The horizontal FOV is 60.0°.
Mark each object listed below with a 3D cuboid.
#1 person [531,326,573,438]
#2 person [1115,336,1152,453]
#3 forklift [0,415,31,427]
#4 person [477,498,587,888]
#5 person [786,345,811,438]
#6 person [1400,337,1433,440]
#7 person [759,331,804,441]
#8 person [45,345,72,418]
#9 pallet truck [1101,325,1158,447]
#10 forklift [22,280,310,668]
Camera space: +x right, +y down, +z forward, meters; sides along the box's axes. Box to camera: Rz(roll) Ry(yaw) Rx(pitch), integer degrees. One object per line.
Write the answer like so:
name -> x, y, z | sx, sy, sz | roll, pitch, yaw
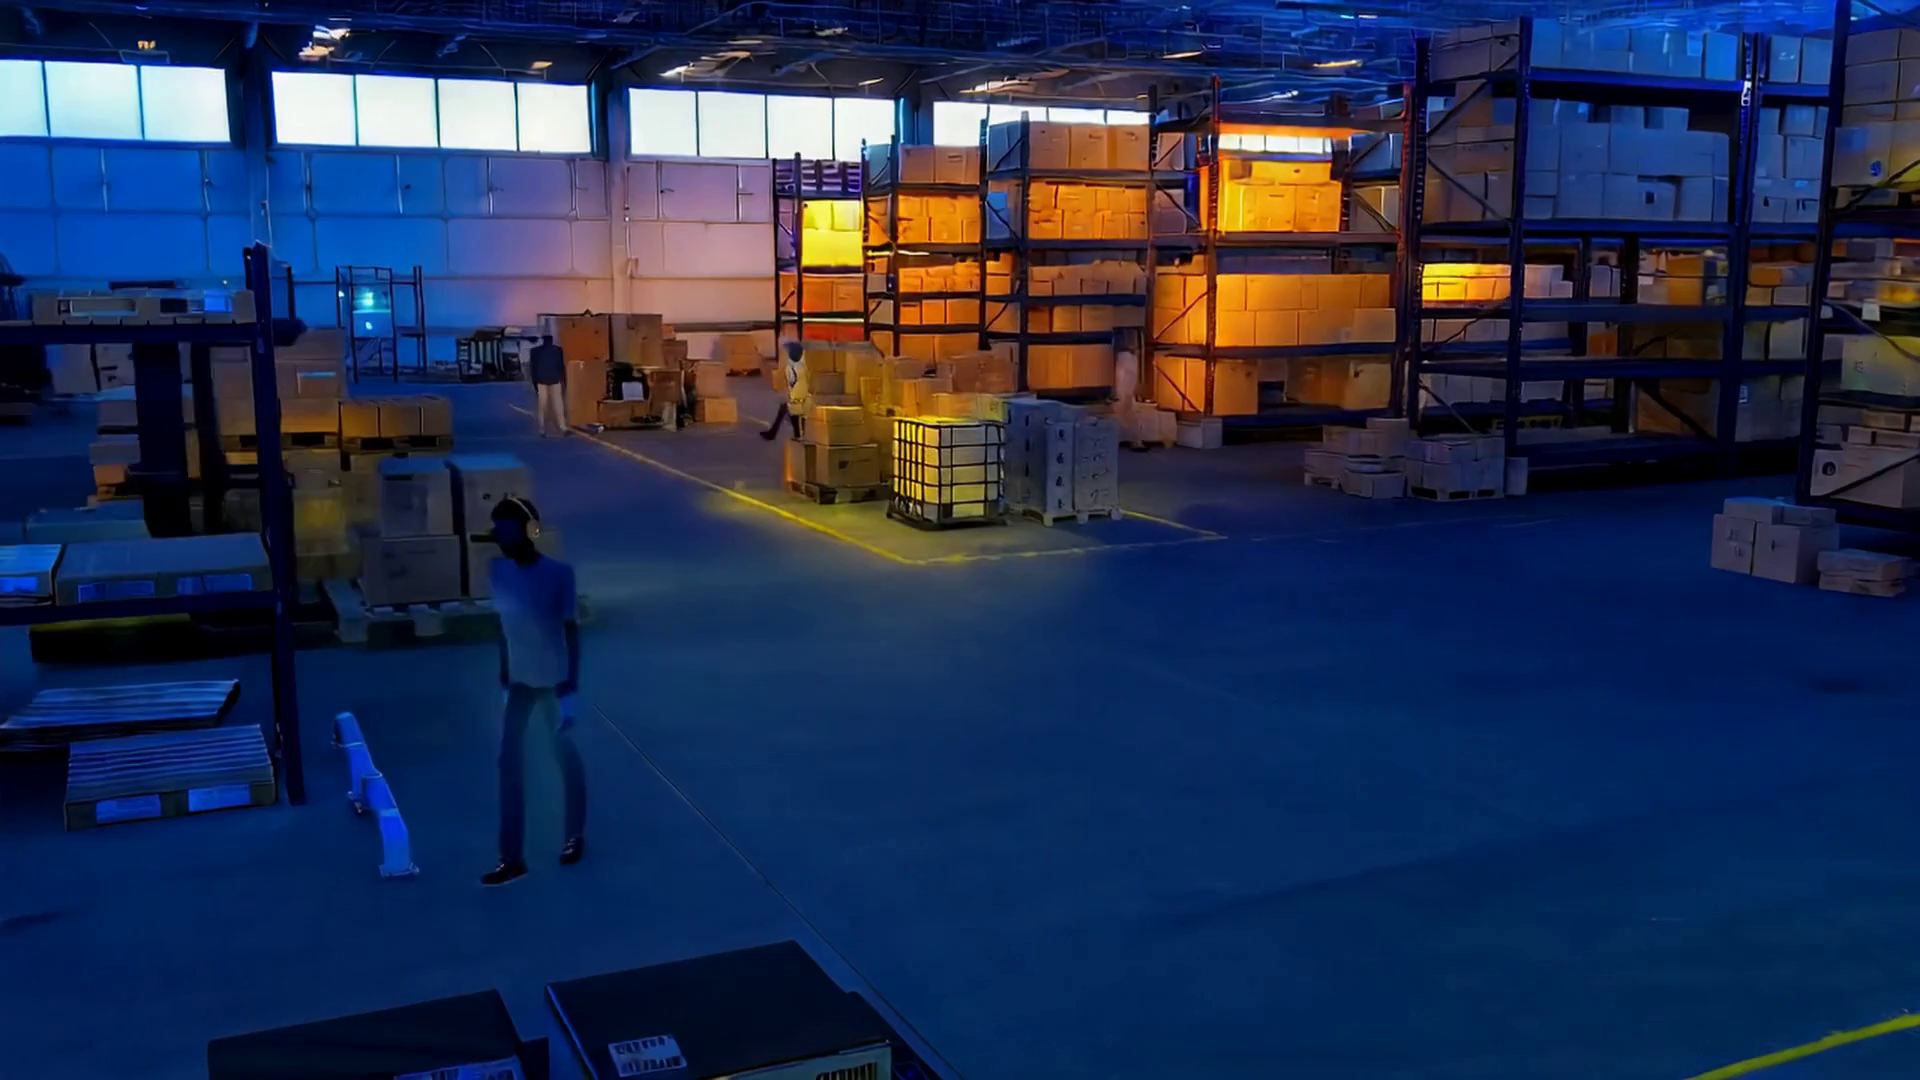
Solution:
person -> -7.119, -2.739, 28.938 | 0.659, 1.946, 0.980 | -7, 11, -37
person -> 2.597, -2.335, 26.654 | 0.920, 1.895, 0.646 | 3, 10, 16
forklift -> -18.345, -3.466, 30.590 | 1.873, 2.768, 1.129 | -6, 11, -34
person -> -2.007, 0.721, 7.869 | 0.560, 1.829, 0.835 | 2, 9, 12
person -> -2.662, -2.344, 27.292 | 0.318, 1.697, 0.533 | 6, 11, 33
person -> 6.679, -2.009, 24.477 | 0.361, 1.935, 0.544 | -5, 10, -28
person -> -2.944, -2.581, 28.177 | 0.992, 1.882, 0.548 | 1, 9, 9
person -> -17.875, -3.358, 33.024 | 0.700, 1.886, 0.407 | 4, 10, 25
pallet truck -> 2.881, -2.596, 27.923 | 0.823, 1.965, 1.885 | -1, 9, -7
forklift -> -6.052, -0.566, 12.597 | 1.873, 2.768, 1.129 | -4, 10, -25
